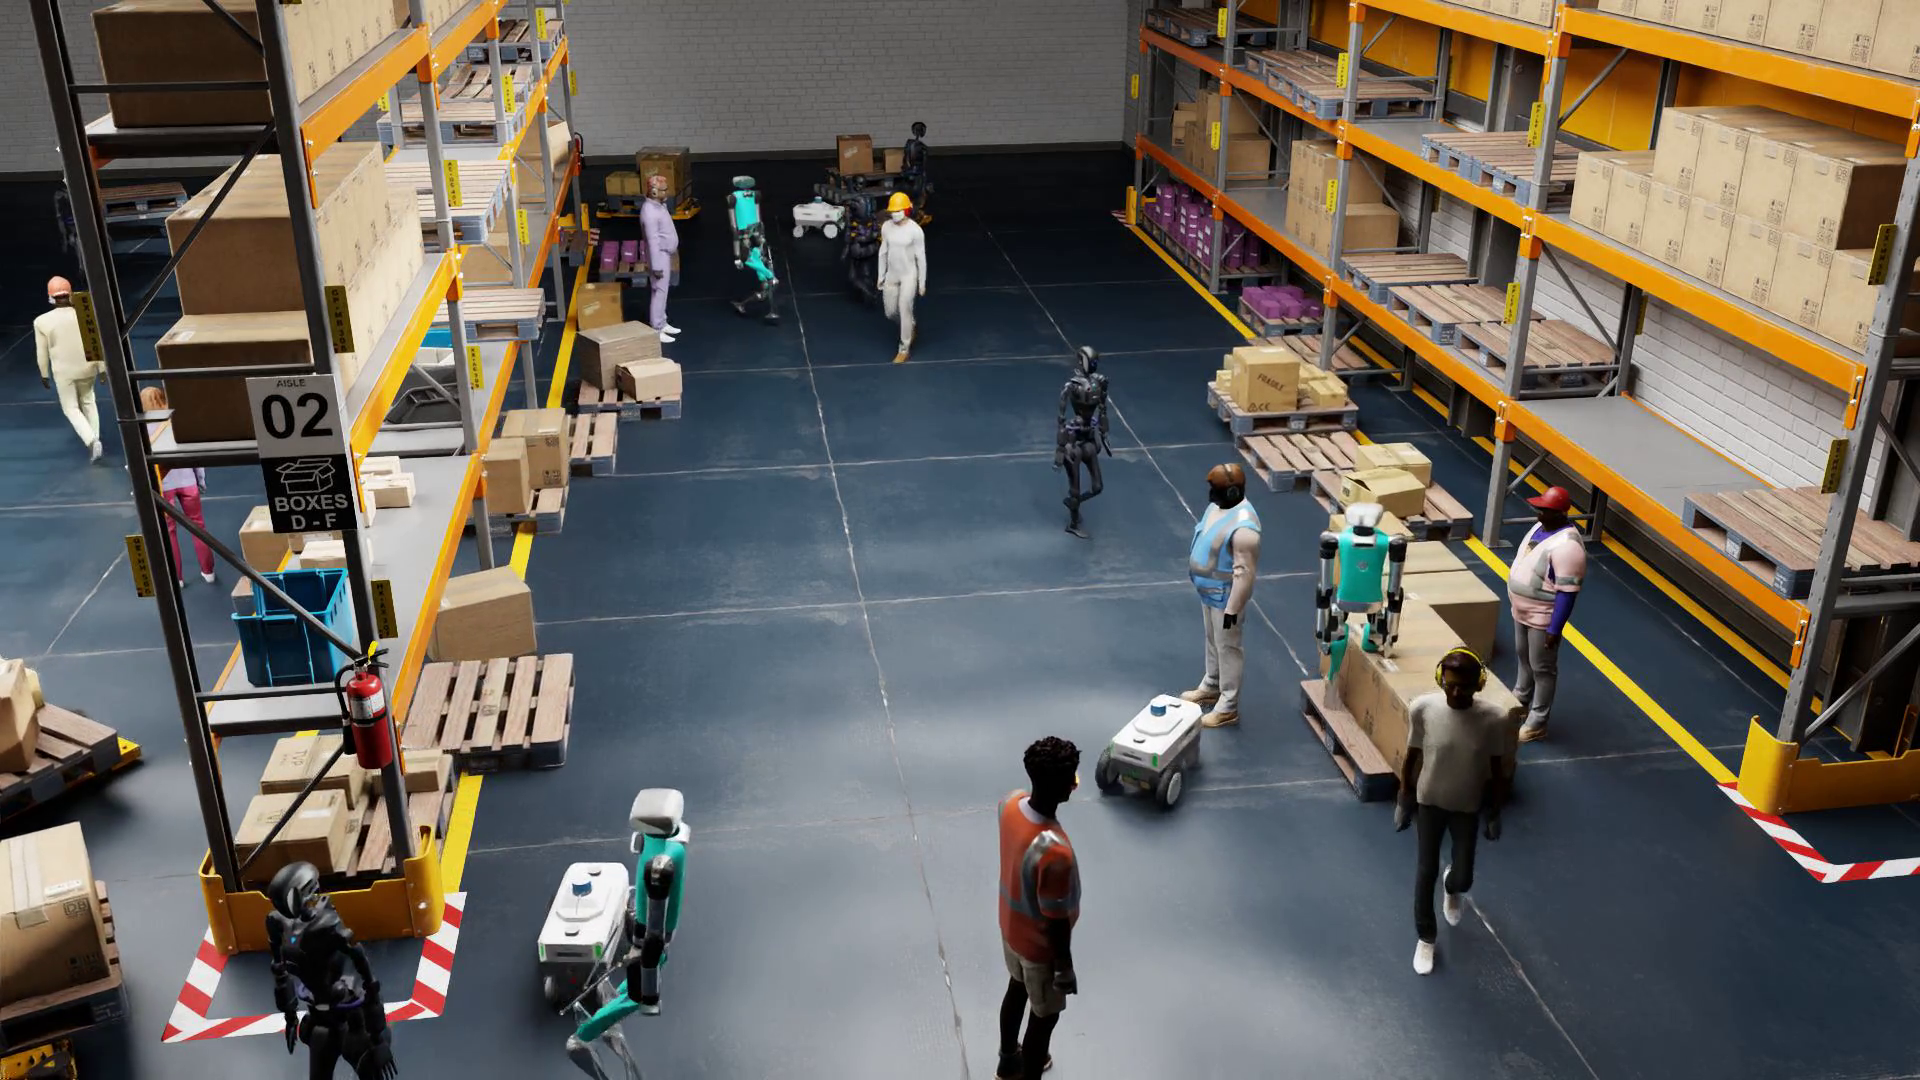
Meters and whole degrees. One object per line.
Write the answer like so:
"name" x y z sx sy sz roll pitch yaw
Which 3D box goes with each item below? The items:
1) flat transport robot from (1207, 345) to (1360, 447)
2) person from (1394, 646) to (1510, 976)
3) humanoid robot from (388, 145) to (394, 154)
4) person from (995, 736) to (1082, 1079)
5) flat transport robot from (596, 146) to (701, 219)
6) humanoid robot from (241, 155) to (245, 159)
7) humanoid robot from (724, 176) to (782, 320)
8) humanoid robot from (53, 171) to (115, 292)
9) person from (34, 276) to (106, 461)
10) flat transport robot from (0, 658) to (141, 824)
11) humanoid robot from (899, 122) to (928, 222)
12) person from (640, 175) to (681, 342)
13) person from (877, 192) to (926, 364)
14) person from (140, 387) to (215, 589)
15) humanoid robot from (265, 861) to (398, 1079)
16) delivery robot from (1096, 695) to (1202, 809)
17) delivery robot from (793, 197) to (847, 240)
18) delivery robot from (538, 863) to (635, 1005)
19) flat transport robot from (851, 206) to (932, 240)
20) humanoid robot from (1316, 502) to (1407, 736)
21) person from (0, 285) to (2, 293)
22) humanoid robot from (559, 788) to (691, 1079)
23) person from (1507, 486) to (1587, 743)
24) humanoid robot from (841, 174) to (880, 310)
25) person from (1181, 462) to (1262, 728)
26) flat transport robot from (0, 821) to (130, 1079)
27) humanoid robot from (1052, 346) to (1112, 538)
"flat transport robot" 3.098 -1.147 16.292 0.659 0.231 1.431 -3 24 -7
"person" 2.540 1.352 8.622 0.548 1.853 0.517 7 25 16
"humanoid robot" -7.552 -4.696 22.623 0.538 1.856 0.653 5 24 12
"person" 0.367 1.766 7.556 0.364 1.957 0.598 -8 25 -17
"flat transport robot" -4.694 -5.004 25.079 1.431 0.231 0.659 2 24 5
"humanoid robot" -9.790 -4.789 22.768 0.793 1.764 0.538 7 25 15
"humanoid robot" -2.335 -3.363 19.544 1.037 1.736 0.533 16 28 32
"humanoid robot" -10.842 -3.809 20.611 0.588 1.647 0.364 -17 29 -34
"person" -8.226 -1.589 15.475 0.736 1.729 0.559 22 32 40
"flat transport robot" -5.902 1.502 10.256 0.659 0.231 1.431 13 27 27
"humanoid robot" -0.703 -5.067 23.467 0.414 1.636 0.617 -17 29 -34
"person" -3.406 -3.214 18.982 0.404 1.896 0.638 -1 24 -3
"person" -0.613 -2.920 18.332 0.578 1.876 0.619 12 26 25
"person" -6.111 -0.401 12.900 0.498 1.629 0.287 -16 28 -32
"humanoid robot" -2.691 2.101 7.154 0.608 1.638 0.521 10 25 21
"delivery robot" 1.217 1.293 10.396 0.499 0.610 0.804 14 27 29
"delivery robot" -2.006 -4.618 23.830 0.777 0.585 0.499 5 24 11
"delivery robot" -1.957 2.022 8.739 0.499 0.614 0.811 0 24 1
"flat transport robot" -0.996 -4.599 24.156 0.659 0.231 1.431 10 25 21
"humanoid robot" 2.529 0.570 10.689 0.554 1.894 0.712 4 24 10
"person" -10.773 -2.864 18.183 0.507 1.887 1.032 -18 30 -36
"humanoid robot" -1.562 1.931 7.501 0.758 1.812 0.556 -2 24 -4
"person" 3.735 0.471 10.757 0.419 1.754 0.612 -2 24 -4
"humanoid robot" -1.139 -3.609 20.149 0.447 1.642 0.590 19 30 36
"person" 1.713 0.348 10.934 0.430 1.840 0.619 -3 24 -8
"flat transport robot" -4.802 2.381 8.253 0.659 0.231 1.431 -13 27 -27
"humanoid robot" 0.964 -0.840 13.838 0.609 1.641 0.423 -19 30 -37
